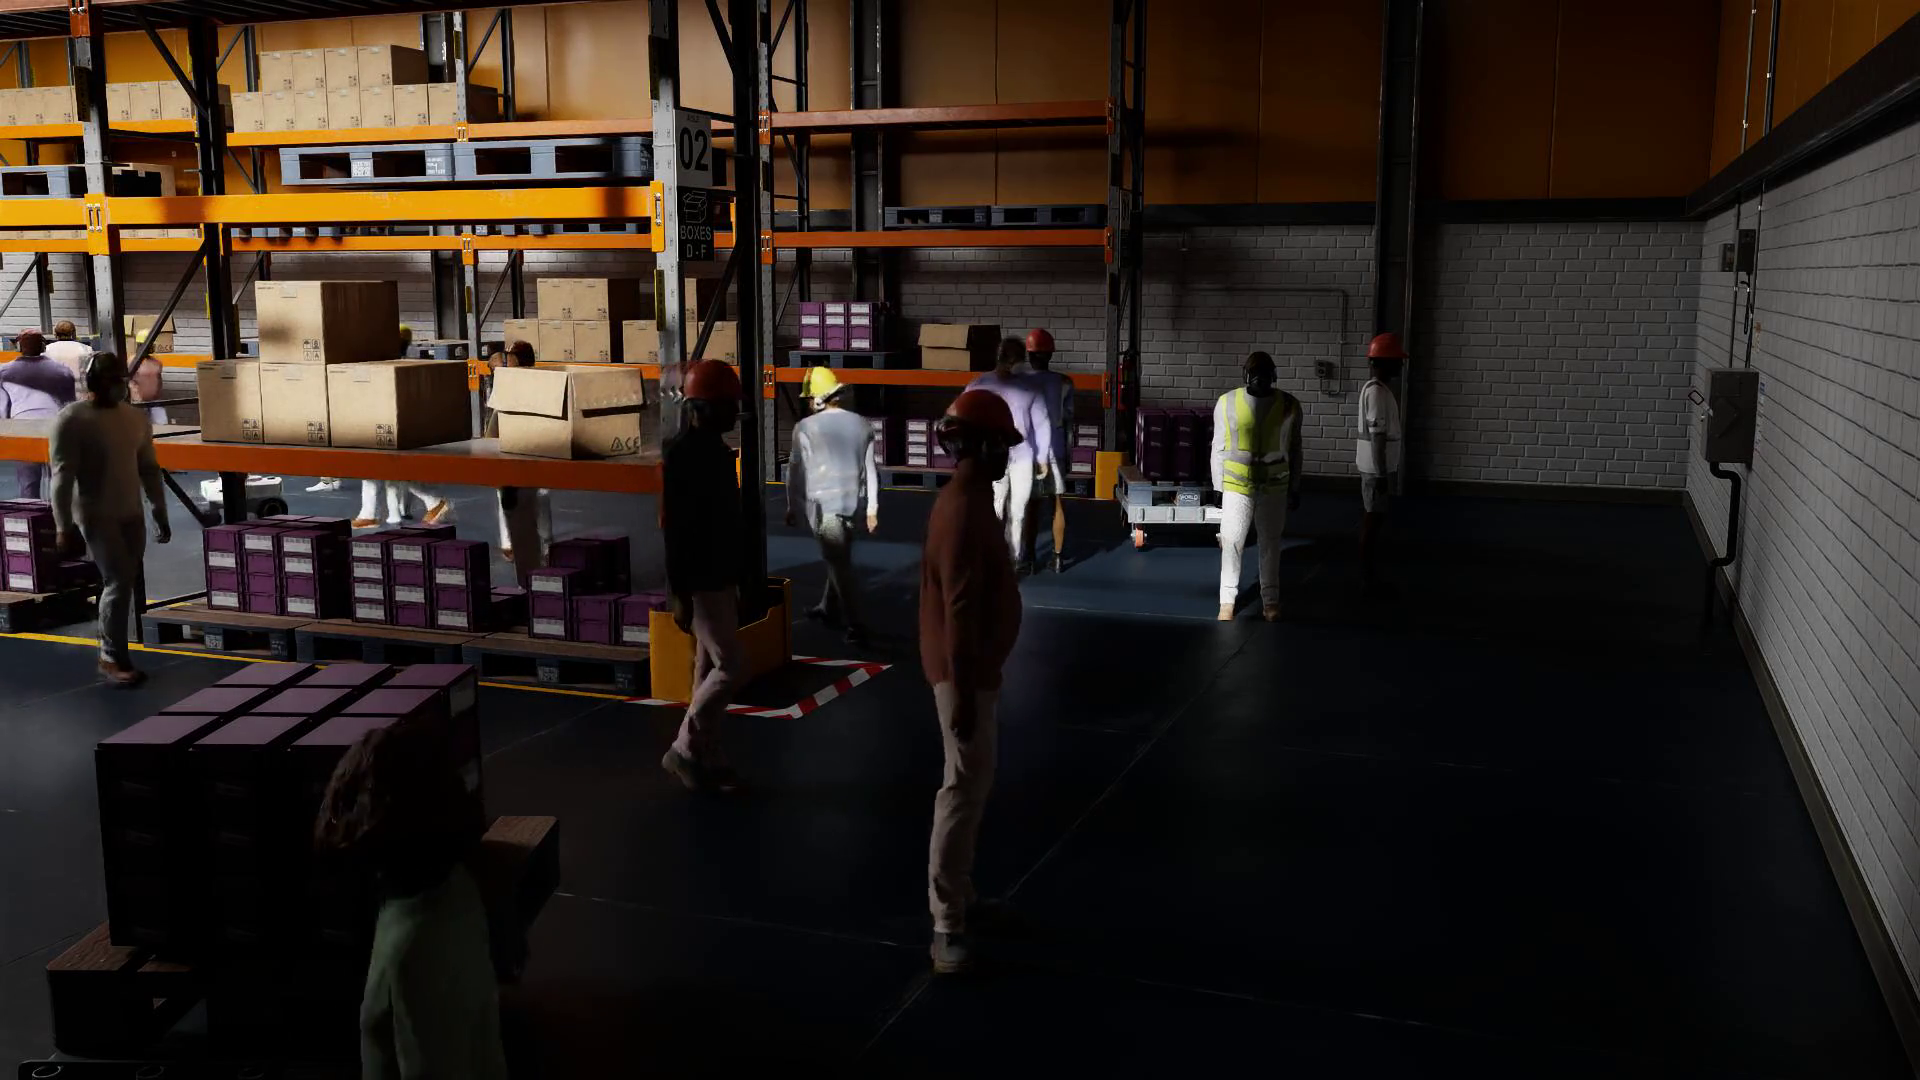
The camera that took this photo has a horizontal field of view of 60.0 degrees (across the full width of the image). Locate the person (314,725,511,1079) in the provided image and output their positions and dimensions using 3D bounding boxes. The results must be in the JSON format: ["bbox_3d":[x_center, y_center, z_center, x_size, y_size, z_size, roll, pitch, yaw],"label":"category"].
[{"bbox_3d":[-0.893,1.115,2.819,0.323,1.599,0.555,-3,9,-17],"label":"person"}]

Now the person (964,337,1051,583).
[{"bbox_3d":[0.368,-0.553,12.414,0.640,1.891,0.773,-3,9,-16],"label":"person"}]

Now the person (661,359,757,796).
[{"bbox_3d":[-1.104,0.185,7.468,0.435,1.982,0.642,2,9,10],"label":"person"}]

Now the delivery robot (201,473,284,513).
[{"bbox_3d":[-6.788,-0.463,15.722,0.707,0.478,0.477,-5,10,-27],"label":"delivery robot"}]

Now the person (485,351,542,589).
[{"bbox_3d":[-3.103,-0.392,11.579,0.429,1.836,0.625,-2,9,-10],"label":"person"}]

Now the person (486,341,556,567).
[{"bbox_3d":[-3.498,-0.675,13.352,0.598,1.828,1.011,-7,11,-36],"label":"person"}]

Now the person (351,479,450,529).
[{"bbox_3d":[-5.275,-1.020,15.494,0.895,1.851,0.603,-5,10,-27],"label":"person"}]

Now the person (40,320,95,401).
[{"bbox_3d":[-10.217,-1.600,19.127,0.621,1.845,0.429,-3,10,-20],"label":"person"}]

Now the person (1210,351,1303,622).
[{"bbox_3d":[2.017,-0.358,11.331,0.621,1.845,0.429,1,9,5],"label":"person"}]

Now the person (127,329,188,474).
[{"bbox_3d":[-9.632,-1.629,19.701,0.873,1.723,0.533,4,10,26],"label":"person"}]

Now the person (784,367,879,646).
[{"bbox_3d":[-0.831,-0.226,10.721,0.592,1.775,0.935,-7,12,-39],"label":"person"}]

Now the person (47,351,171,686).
[{"bbox_3d":[-4.790,-0.108,9.501,0.542,1.922,0.660,3,10,20],"label":"person"}]

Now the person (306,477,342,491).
[{"bbox_3d":[-6.998,-1.457,18.158,0.319,1.865,0.521,1,9,6],"label":"person"}]

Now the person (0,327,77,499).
[{"bbox_3d":[-7.989,-0.883,14.423,0.642,1.909,0.399,-6,11,-35],"label":"person"}]

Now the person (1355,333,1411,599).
[{"bbox_3d":[3.084,-0.541,12.180,0.360,1.938,0.545,2,9,11],"label":"person"}]

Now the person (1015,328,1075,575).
[{"bbox_3d":[0.626,-0.691,13.118,0.554,1.939,0.367,-3,10,-21],"label":"person"}]

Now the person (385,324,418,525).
[{"bbox_3d":[-5.391,-1.109,15.888,0.739,1.877,0.846,-3,10,-18],"label":"person"}]

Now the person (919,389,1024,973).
[{"bbox_3d":[0.034,0.476,5.767,0.362,1.965,0.774,0,9,2],"label":"person"}]
